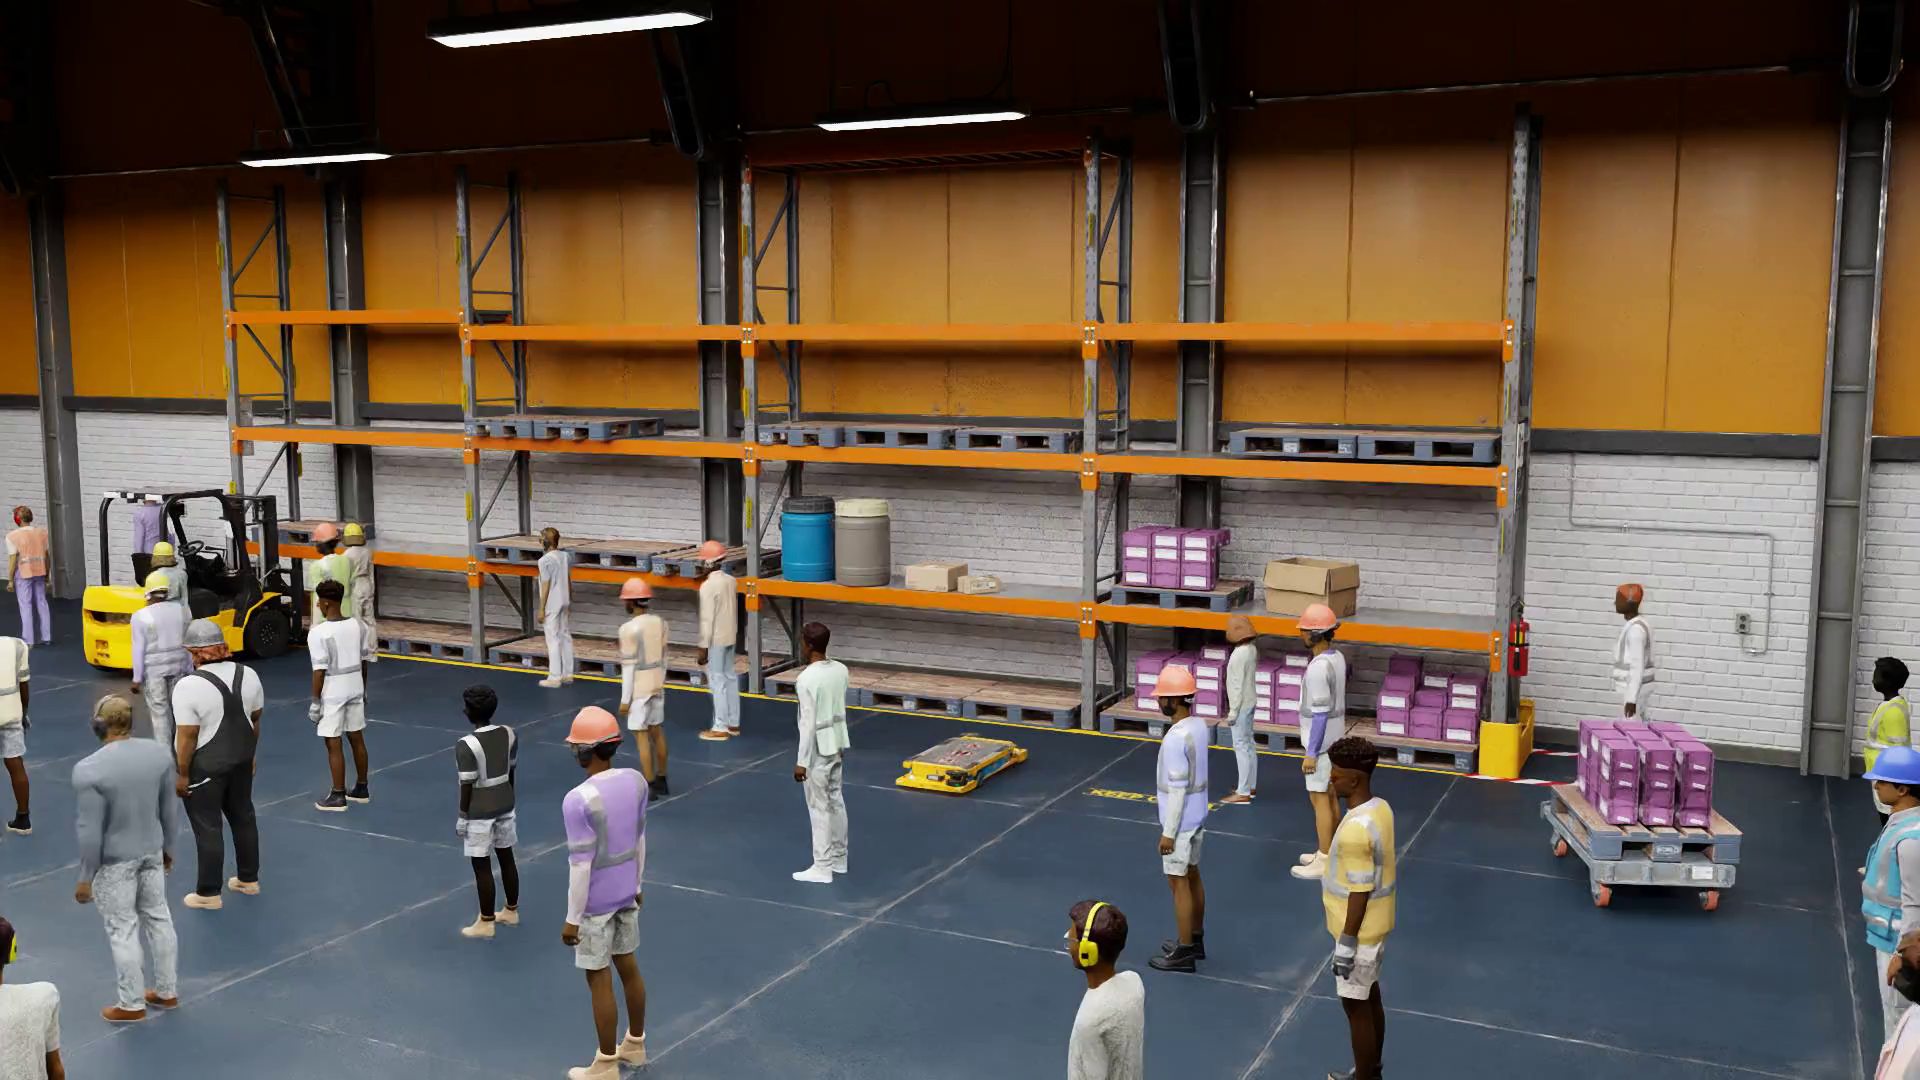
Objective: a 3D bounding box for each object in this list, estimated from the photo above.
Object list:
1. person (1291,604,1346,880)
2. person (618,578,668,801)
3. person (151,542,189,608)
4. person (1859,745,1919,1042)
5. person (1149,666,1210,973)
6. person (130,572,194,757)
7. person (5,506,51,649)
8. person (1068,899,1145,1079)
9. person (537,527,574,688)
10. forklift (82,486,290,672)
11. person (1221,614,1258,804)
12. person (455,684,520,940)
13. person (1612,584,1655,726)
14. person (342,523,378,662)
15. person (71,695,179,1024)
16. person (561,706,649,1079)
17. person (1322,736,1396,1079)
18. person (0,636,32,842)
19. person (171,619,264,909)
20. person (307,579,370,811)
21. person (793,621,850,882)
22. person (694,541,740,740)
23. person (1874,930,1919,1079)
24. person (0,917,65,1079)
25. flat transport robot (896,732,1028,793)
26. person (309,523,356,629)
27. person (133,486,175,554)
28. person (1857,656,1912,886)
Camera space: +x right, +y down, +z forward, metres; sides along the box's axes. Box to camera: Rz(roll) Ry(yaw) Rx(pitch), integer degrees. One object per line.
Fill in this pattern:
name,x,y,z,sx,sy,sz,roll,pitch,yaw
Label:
person,2.637,1.483,12.294,0.390,2.040,0.614,3,8,25
person,-2.765,1.293,14.399,0.460,1.926,0.550,4,8,28
person,-8.796,0.885,18.467,0.319,1.742,0.492,3,8,25
person,4.743,1.999,8.418,0.404,1.945,0.615,3,8,25
person,1.369,1.752,10.517,0.378,1.932,0.551,3,8,25
person,-7.435,1.209,15.510,0.407,1.821,0.612,4,8,33
person,-11.940,0.486,21.356,0.373,1.840,0.570,3,8,25
person,0.538,2.289,6.353,0.310,1.868,0.533,3,8,25
person,-4.638,0.766,19.035,0.328,1.842,0.515,3,8,25
forklift,-9.426,0.454,20.179,1.214,2.155,2.313,3,8,26
person,2.410,1.445,14.286,0.268,1.630,0.507,3,8,25
person,-3.155,1.801,11.080,0.317,1.695,0.540,3,8,25
person,5.850,1.312,14.446,0.432,1.871,0.628,3,7,20
person,-7.370,0.661,20.322,0.324,1.740,0.492,3,8,25
person,-4.862,1.862,9.708,0.433,1.927,0.654,3,7,23
person,-1.922,1.896,8.882,0.390,2.040,0.614,3,8,25
person,2.039,1.974,8.557,0.368,1.961,0.613,3,8,25
person,-7.673,1.414,13.187,0.368,1.961,0.613,3,8,25
person,-5.282,1.553,11.727,0.536,2.000,0.688,3,8,25
person,-5.268,1.305,14.088,0.368,1.961,0.613,3,8,25
person,-1.009,1.553,12.229,0.372,1.916,0.596,3,8,25
person,-2.428,0.997,16.553,0.411,1.988,0.645,2,7,19
person,3.596,2.336,6.150,0.433,1.829,0.654,3,7,20
person,-3.600,2.304,6.245,0.309,1.864,0.533,3,8,25
flat transport robot,0.035,2.016,15.148,0.652,0.197,1.431,3,8,26
person,-6.693,0.834,17.698,0.416,2.037,0.639,2,7,19
person,-11.445,0.185,23.581,0.403,1.906,0.651,3,8,25
person,6.711,1.685,12.045,0.317,1.695,0.540,3,8,25
